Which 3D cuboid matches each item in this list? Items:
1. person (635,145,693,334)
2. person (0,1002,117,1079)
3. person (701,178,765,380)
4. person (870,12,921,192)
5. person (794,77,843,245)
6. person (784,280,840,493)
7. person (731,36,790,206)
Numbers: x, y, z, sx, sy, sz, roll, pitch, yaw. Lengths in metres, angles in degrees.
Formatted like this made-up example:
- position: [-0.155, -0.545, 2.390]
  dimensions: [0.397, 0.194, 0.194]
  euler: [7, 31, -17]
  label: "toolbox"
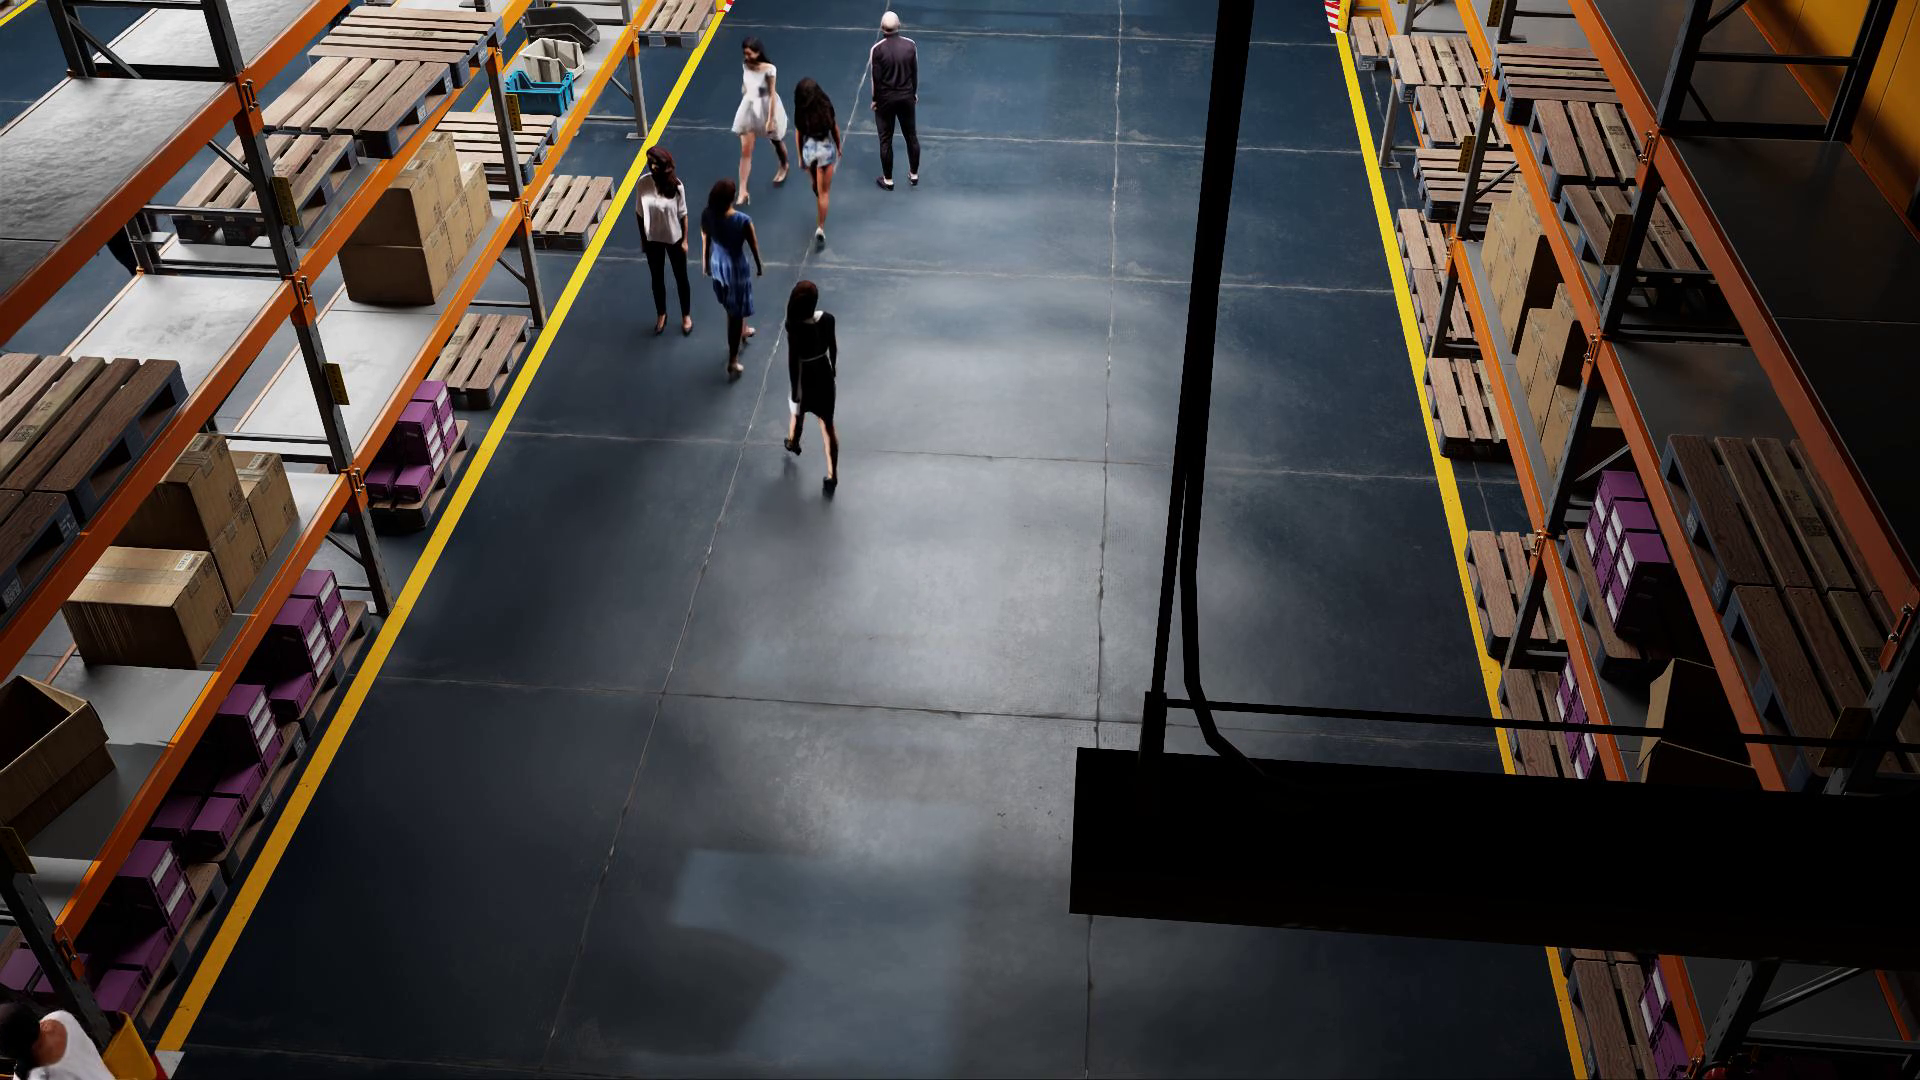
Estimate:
- position: [-2.606, -2.651, 14.706]
  dimensions: [0.608, 1.795, 0.520]
  euler: [1, 39, 2]
  label: "person"
- position: [-4.174, 2.774, 8.011]
  dimensions: [0.878, 1.674, 0.816]
  euler: [-15, 41, -18]
  label: "person"
- position: [-1.979, -2.179, 14.134]
  dimensions: [0.808, 1.772, 1.059]
  euler: [13, 40, 16]
  label: "person"
- position: [-0.656, -4.465, 16.947]
  dimensions: [0.763, 1.834, 0.751]
  euler: [-15, 41, -18]
  label: "person"
- position: [-1.376, -3.630, 16.119]
  dimensions: [0.558, 1.562, 1.046]
  euler: [3, 39, 4]
  label: "person"
- position: [-1.086, -1.137, 12.831]
  dimensions: [0.961, 1.769, 1.104]
  euler: [-20, 43, -23]
  label: "person"
- position: [-1.937, -4.284, 16.823]
  dimensions: [0.990, 1.706, 1.310]
  euler: [21, 43, 24]
  label: "person"
